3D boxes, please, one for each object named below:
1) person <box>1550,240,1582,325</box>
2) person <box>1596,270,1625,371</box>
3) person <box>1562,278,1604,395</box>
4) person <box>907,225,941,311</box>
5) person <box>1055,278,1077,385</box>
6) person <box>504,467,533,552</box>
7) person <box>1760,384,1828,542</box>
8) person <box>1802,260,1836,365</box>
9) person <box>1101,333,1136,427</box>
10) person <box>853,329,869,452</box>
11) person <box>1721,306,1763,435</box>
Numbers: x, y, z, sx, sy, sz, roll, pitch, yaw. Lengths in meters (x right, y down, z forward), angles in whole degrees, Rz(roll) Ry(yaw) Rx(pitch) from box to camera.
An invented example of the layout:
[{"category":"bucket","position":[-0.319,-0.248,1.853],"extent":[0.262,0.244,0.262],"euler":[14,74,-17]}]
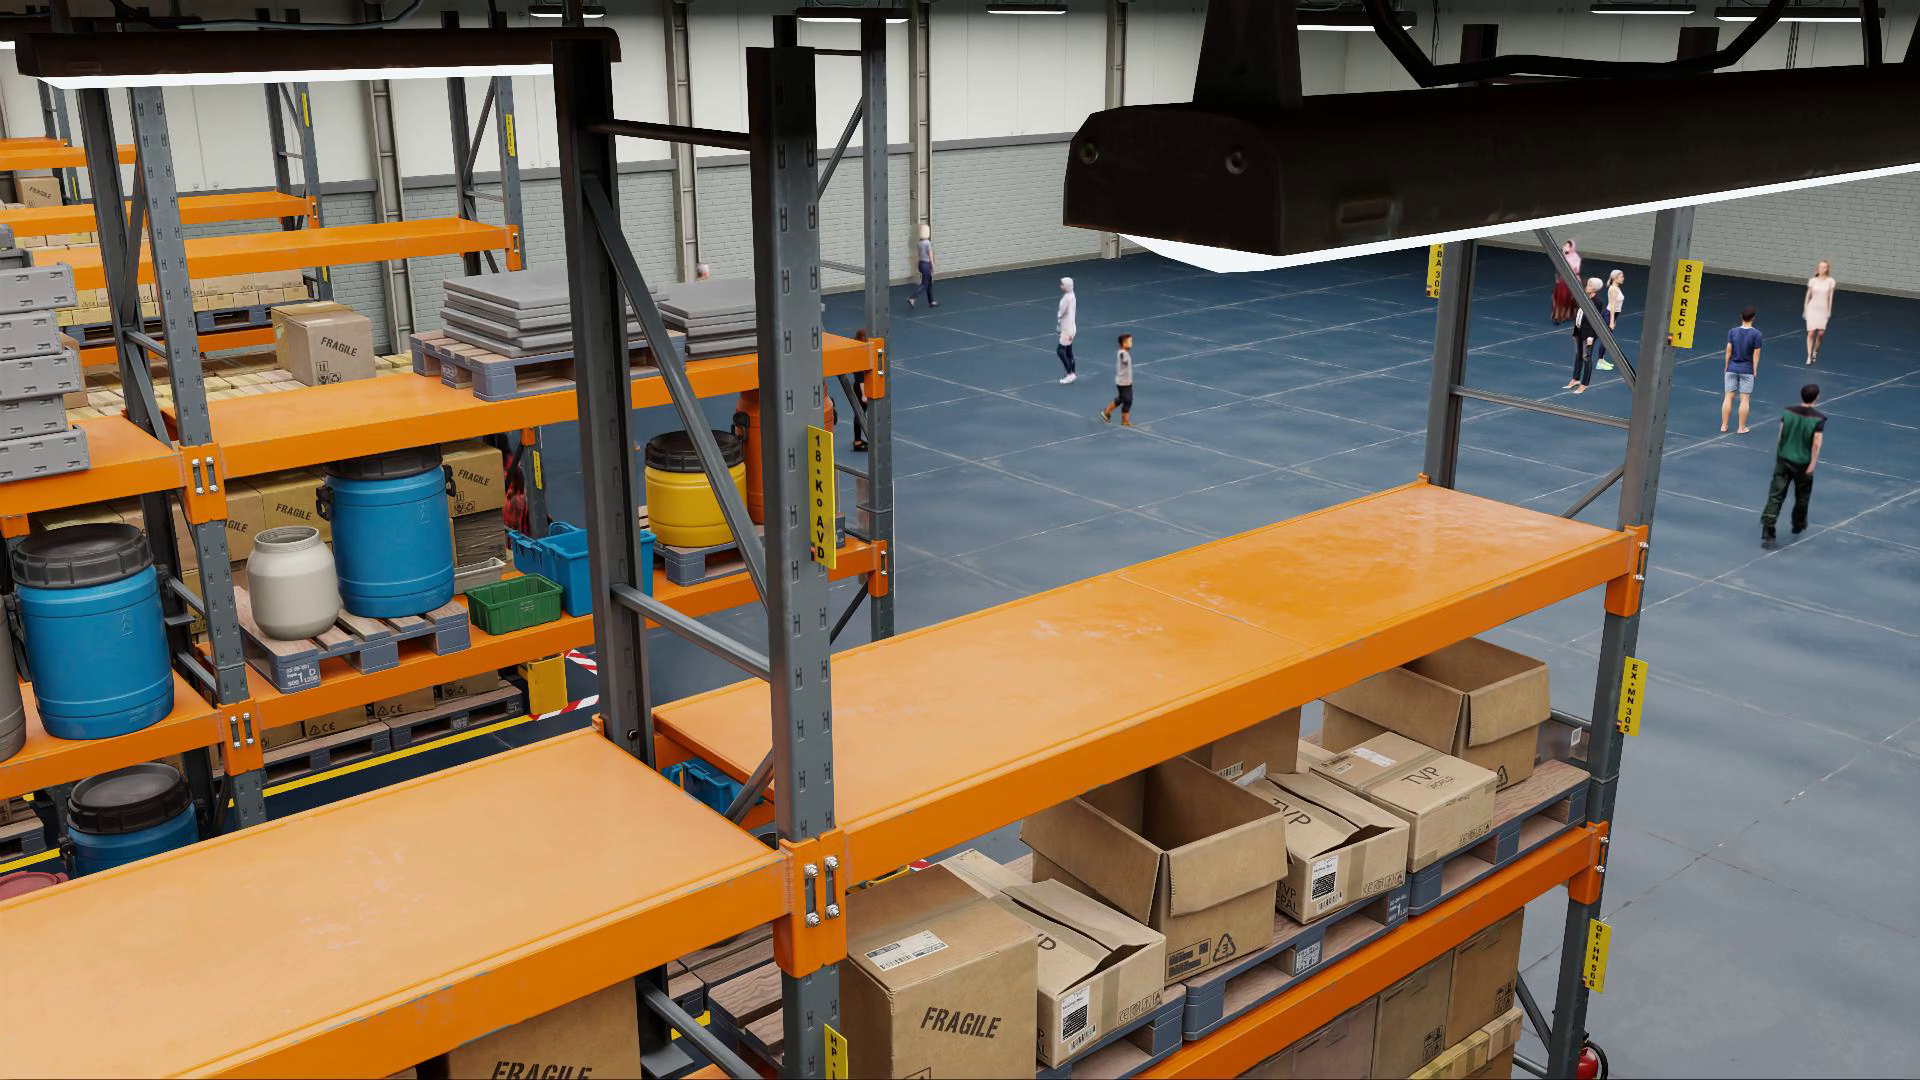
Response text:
[{"category":"person","position":[11.906,-5.040,32.555],"extent":[0.839,1.607,1.095],"euler":[10,21,28]},{"category":"person","position":[11.176,-3.797,28.589],"extent":[0.740,1.701,0.613],"euler":[8,20,24]},{"category":"person","position":[9.449,-3.128,25.218],"extent":[0.764,1.784,0.838],"euler":[-3,18,-9]},{"category":"person","position":[-0.766,-5.526,33.907],"extent":[1.120,1.694,0.681],"euler":[-11,21,-30]},{"category":"person","position":[1.856,-3.434,27.364],"extent":[0.751,1.767,0.723],"euler":[-2,18,-5]},{"category":"person","position":[-4.330,0.068,16.755],"extent":[0.798,1.678,0.738],"euler":[-7,19,-21]},{"category":"person","position":[9.651,-0.860,19.326],"extent":[0.759,1.851,1.288],"euler":[16,24,41]},{"category":"person","position":[14.902,-3.953,28.877],"extent":[0.682,1.818,0.713],"euler":[10,21,29]},{"category":"person","position":[2.387,-2.422,24.771],"extent":[0.903,1.449,0.824],"euler":[-1,18,-2]},{"category":"person","position":[-1.396,-2.122,23.432],"extent":[0.722,1.708,0.696],"euler":[-1,18,-4]},{"category":"person","position":[11.422,-2.490,24.334],"extent":[0.663,1.849,0.631],"euler":[13,22,35]}]
